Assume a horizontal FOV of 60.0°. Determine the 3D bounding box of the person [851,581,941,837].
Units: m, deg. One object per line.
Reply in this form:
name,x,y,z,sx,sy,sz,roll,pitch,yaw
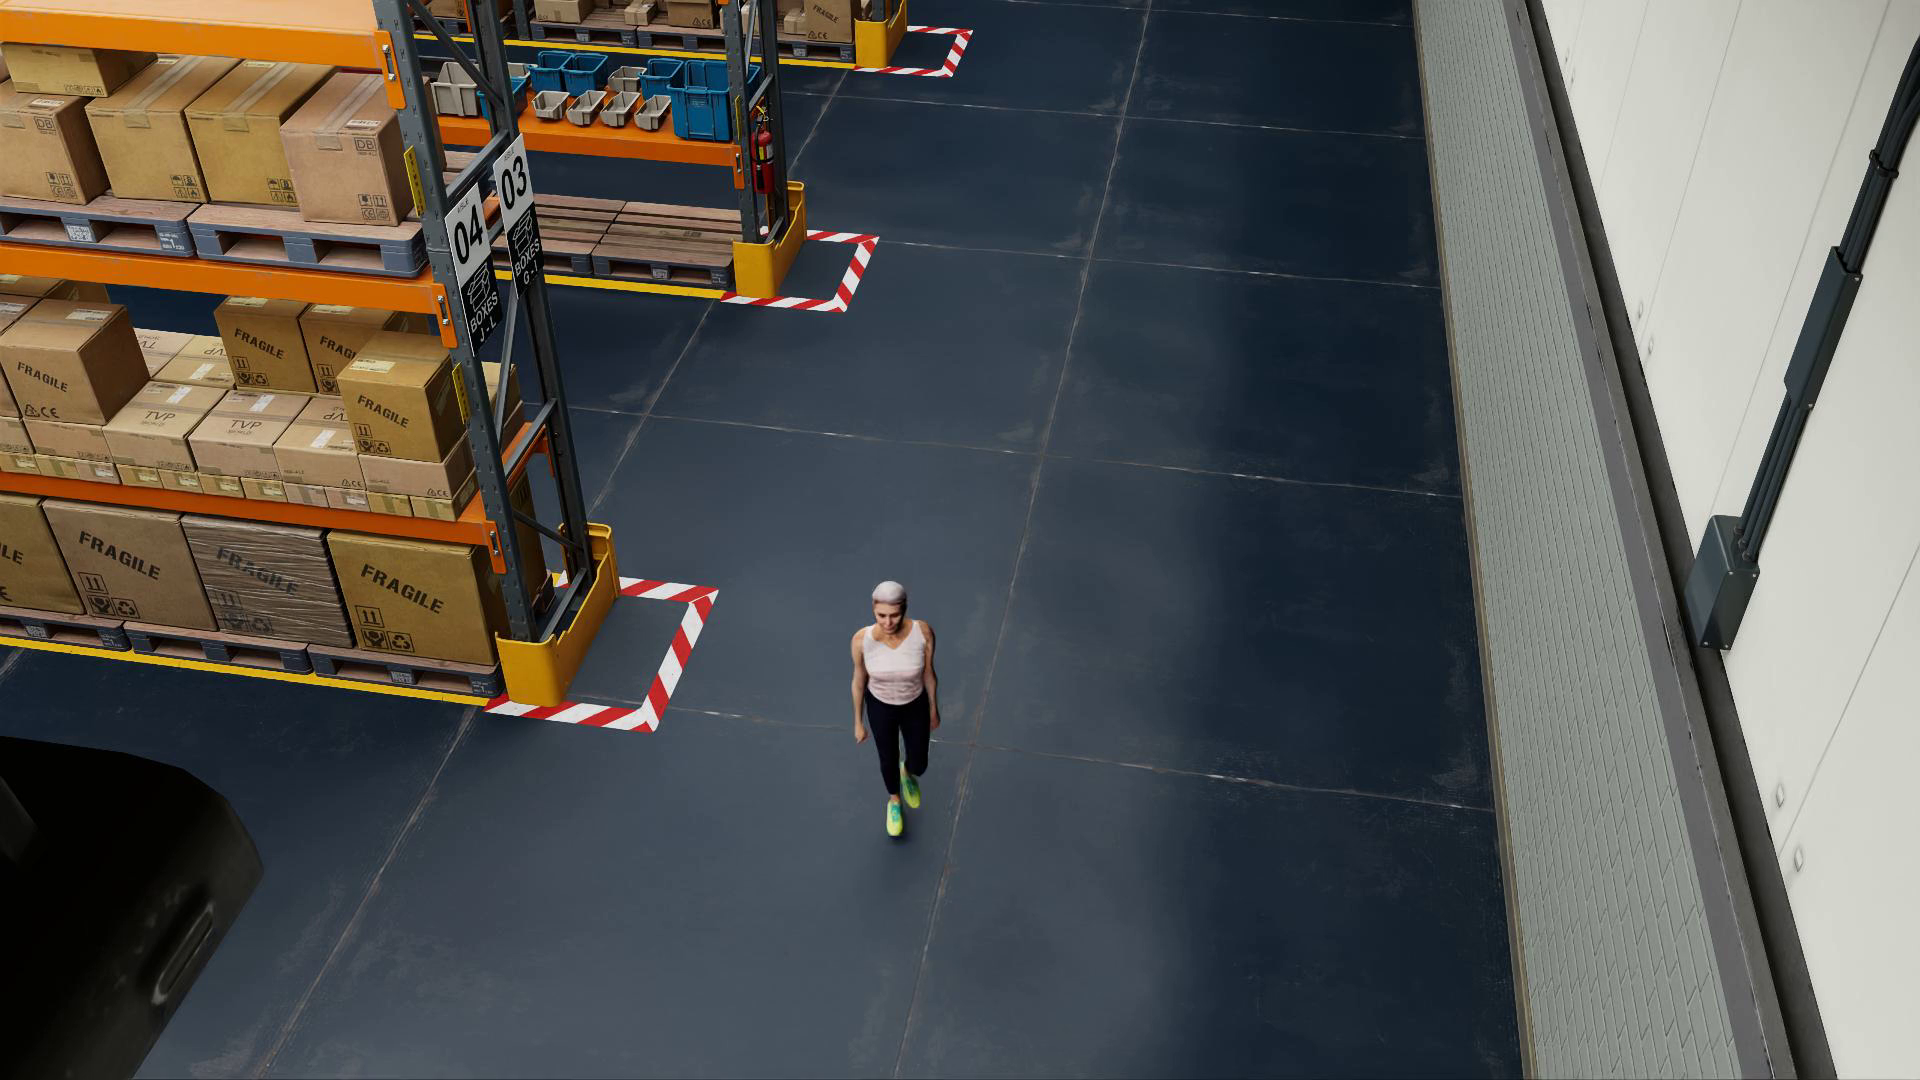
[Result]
person,-0.338,0.836,8.834,0.670,1.689,0.752,-3,38,-3
